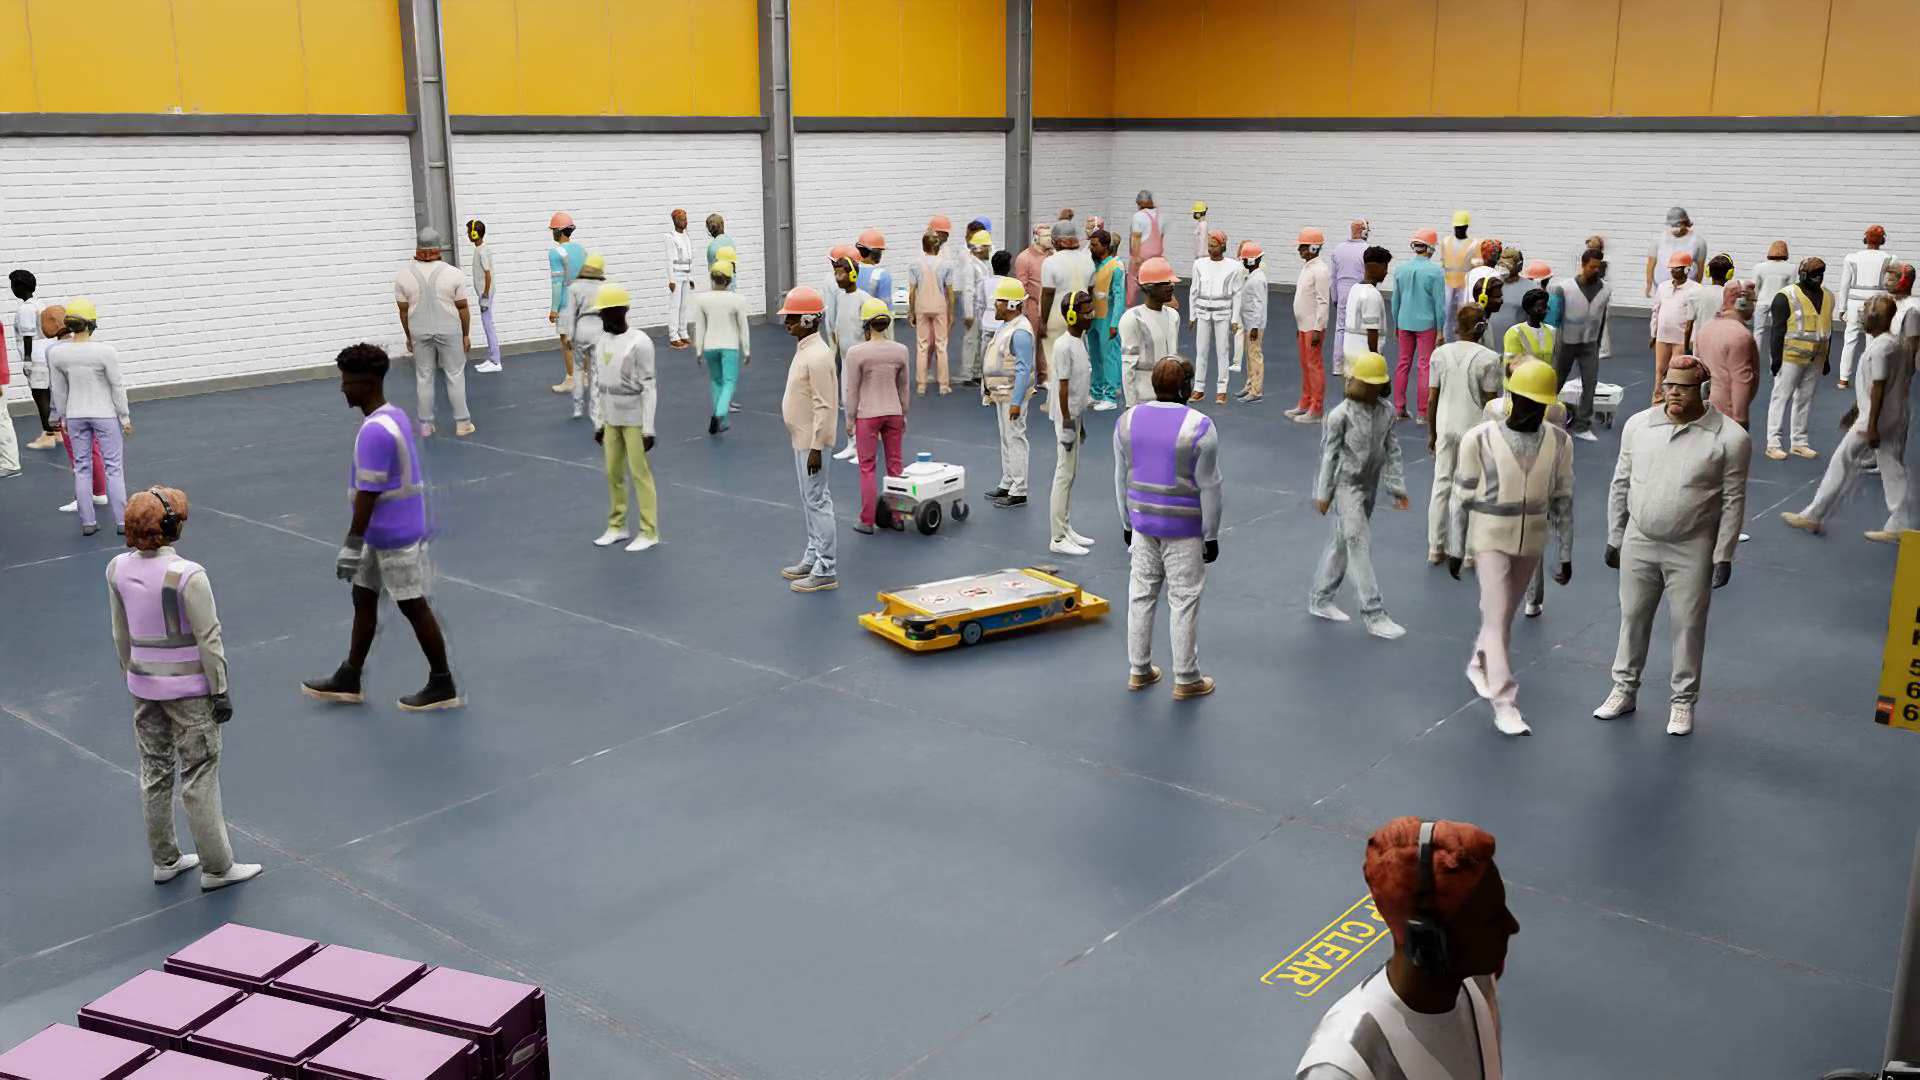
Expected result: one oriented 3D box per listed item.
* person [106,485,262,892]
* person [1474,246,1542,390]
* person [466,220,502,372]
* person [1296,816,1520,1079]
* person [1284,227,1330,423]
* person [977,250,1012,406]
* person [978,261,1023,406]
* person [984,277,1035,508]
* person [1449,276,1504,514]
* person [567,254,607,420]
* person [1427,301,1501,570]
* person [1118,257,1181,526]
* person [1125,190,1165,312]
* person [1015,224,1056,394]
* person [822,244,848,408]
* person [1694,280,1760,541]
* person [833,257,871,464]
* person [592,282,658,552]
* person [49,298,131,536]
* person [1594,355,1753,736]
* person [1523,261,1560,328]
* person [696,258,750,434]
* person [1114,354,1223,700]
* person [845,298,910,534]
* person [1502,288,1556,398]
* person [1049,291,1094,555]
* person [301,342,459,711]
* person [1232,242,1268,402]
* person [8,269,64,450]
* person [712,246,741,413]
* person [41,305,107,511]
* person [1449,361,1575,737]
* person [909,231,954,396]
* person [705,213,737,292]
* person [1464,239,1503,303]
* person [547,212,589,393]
[{"bbox_3d":[-3.111,0.598,6.597,0.513,1.641,0.309,5,15,20],"label":"person"},{"bbox_3d":[4.973,-1.713,15.233,0.627,1.937,0.370,6,15,23],"label":"person"},{"bbox_3d":[-5.898,-3.013,20.578,0.319,1.862,0.521,-4,15,-17],"label":"person"},{"bbox_3d":[0.788,1.381,2.970,0.349,1.884,0.584,11,18,36],"label":"person"},{"bbox_3d":[3.577,-2.200,17.055,0.395,1.993,0.614,-1,14,-4],"label":"person"},{"bbox_3d":[0.429,-2.272,17.954,0.535,1.694,0.321,9,17,33],"label":"person"},{"bbox_3d":[0.439,-2.278,18.089,0.514,1.642,0.314,-4,14,-14],"label":"person"},{"bbox_3d":[0.391,-1.173,13.282,0.403,1.834,0.588,-3,14,-10],"label":"person"},{"bbox_3d":[4.046,-1.123,13.009,0.310,1.868,0.532,4,15,17],"label":"person"},{"bbox_3d":[-3.812,-2.102,17.254,0.514,1.693,0.531,-4,15,-16],"label":"person"},{"bbox_3d":[3.449,-0.709,11.419,0.504,1.839,0.345,11,18,38],"label":"person"},{"bbox_3d":[1.452,-1.090,12.514,0.365,2.048,0.608,13,19,43],"label":"person"},{"bbox_3d":[2.963,-4.611,26.598,0.688,2.000,0.940,-10,17,-35],"label":"person"},{"bbox_3d":[0.926,-2.639,18.984,0.640,1.913,0.402,-11,18,-38],"label":"person"},{"bbox_3d":[-1.276,-2.311,17.991,0.324,1.752,0.563,-8,16,-28],"label":"person"},{"bbox_3d":[5.656,-0.955,12.269,0.405,1.907,0.636,0,14,-2],"label":"person"},{"bbox_3d":[-0.974,-1.623,15.049,0.340,1.855,0.526,-11,18,-37],"label":"person"},{"bbox_3d":[-2.416,-0.881,11.933,0.592,1.926,0.383,11,18,37],"label":"person"},{"bbox_3d":[-6.422,-0.903,12.337,0.524,1.770,0.315,0,14,-2],"label":"person"},{"bbox_3d":[3.556,0.023,8.353,0.650,1.907,0.409,12,18,39],"label":"person"},{"bbox_3d":[5.466,-1.782,15.881,0.334,1.749,0.563,11,18,38],"label":"person"},{"bbox_3d":[-2.339,-1.865,16.253,0.549,1.738,0.741,2,14,9],"label":"person"},{"bbox_3d":[1.121,-0.069,8.849,0.625,1.846,0.429,11,18,37],"label":"person"},{"bbox_3d":[-0.619,-0.923,12.442,0.518,1.756,0.345,-8,16,-30],"label":"person"},{"bbox_3d":[4.718,-1.242,13.834,0.535,1.697,0.322,-7,16,-26],"label":"person"},{"bbox_3d":[0.808,-0.839,11.872,0.330,1.874,0.518,4,14,14],"label":"person"},{"bbox_3d":[-3.064,-0.036,8.526,0.907,1.926,0.635,-3,14,-13],"label":"person"},{"bbox_3d":[3.208,-2.401,18.360,0.340,1.746,0.563,1,14,2],"label":"person"},{"bbox_3d":[-8.728,-1.709,15.728,0.319,1.686,0.539,-4,15,-15],"label":"person"},{"bbox_3d":[-2.486,-2.232,17.675,0.344,1.758,0.532,-2,14,-7],"label":"person"},{"bbox_3d":[-7.028,-1.042,13.163,0.283,1.633,0.499,1,14,4],"label":"person"},{"bbox_3d":[2.833,0.010,8.496,0.593,1.864,1.012,-1,14,-5],"label":"person"},{"bbox_3d":[-0.321,-2.540,18.724,0.508,1.841,0.332,1,14,4],"label":"person"},{"bbox_3d":[-2.979,-3.104,20.797,0.355,1.931,0.633,2,14,9],"label":"person"},{"bbox_3d":[5.346,-2.114,16.943,0.355,1.883,0.574,-5,15,-19],"label":"person"},{"bbox_3d":[-4.492,-2.703,18.970,0.377,2.044,0.608,5,15,19],"label":"person"}]
